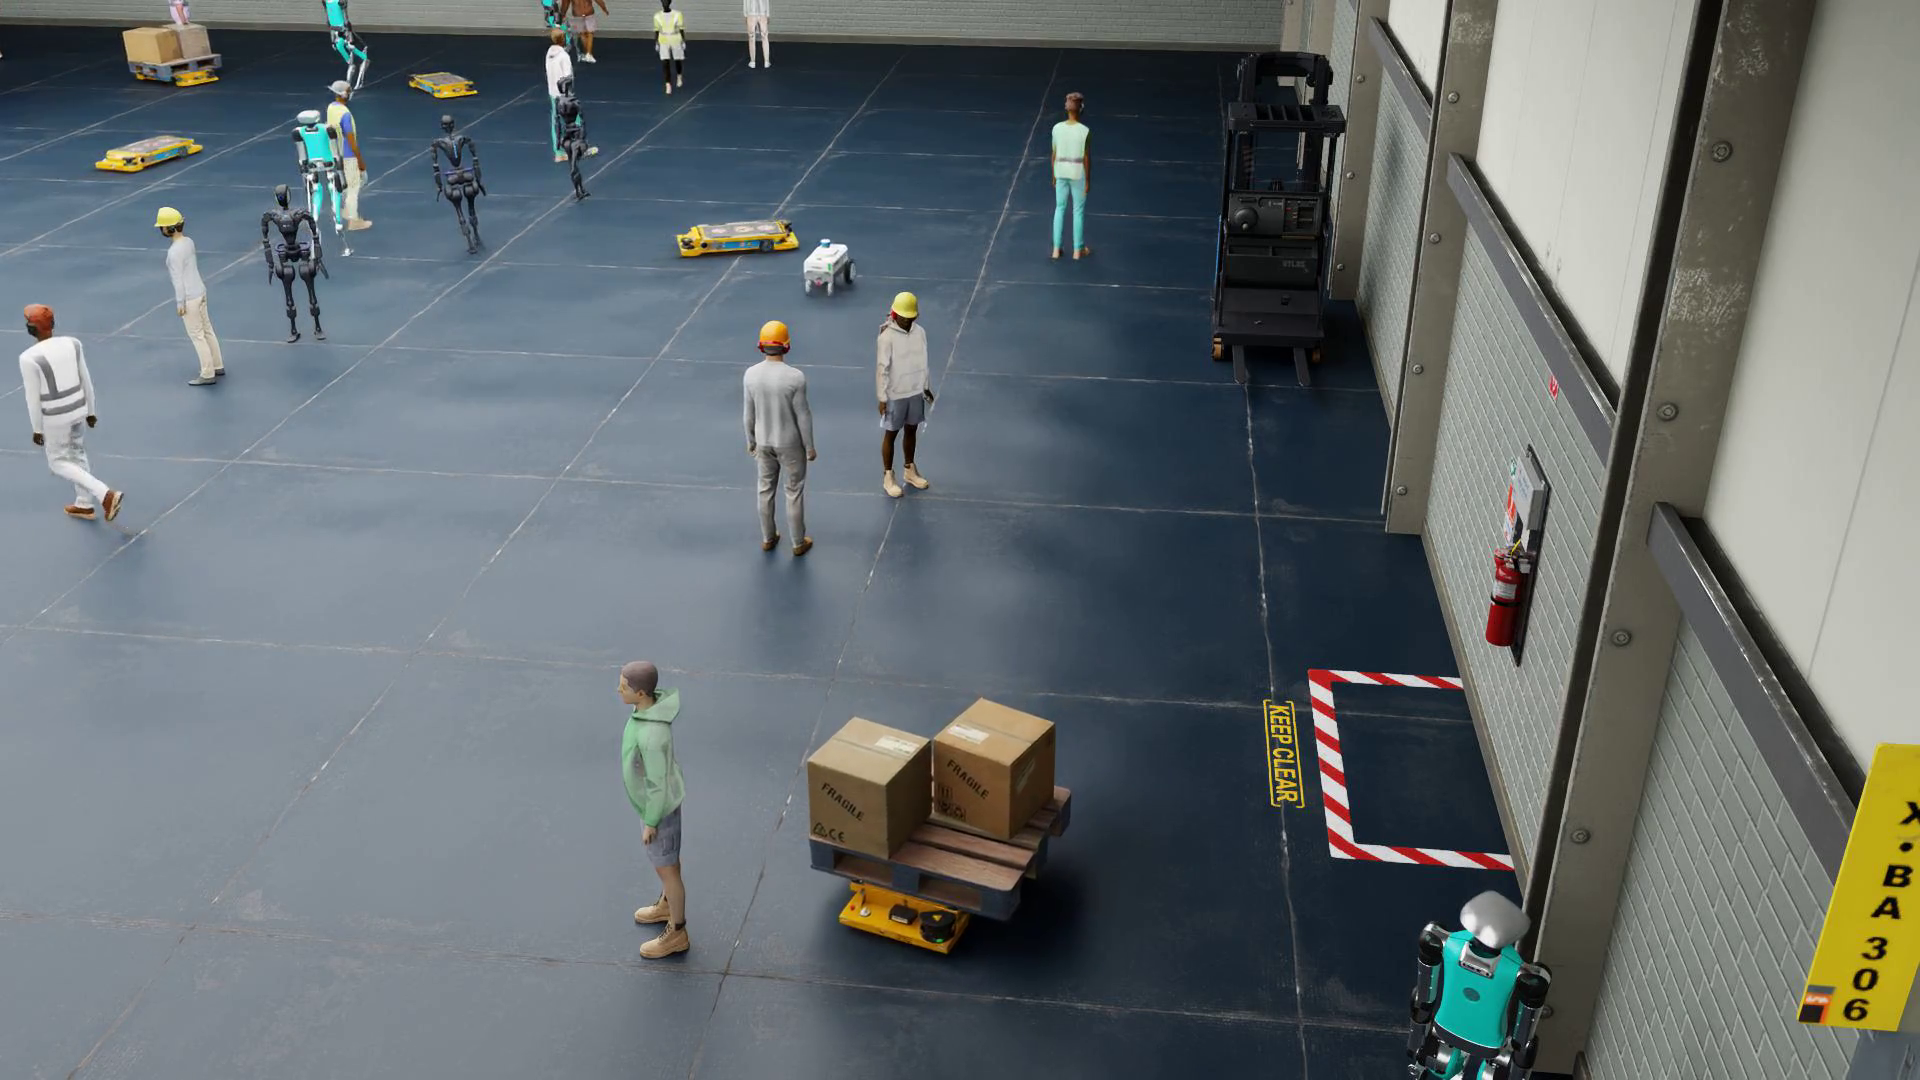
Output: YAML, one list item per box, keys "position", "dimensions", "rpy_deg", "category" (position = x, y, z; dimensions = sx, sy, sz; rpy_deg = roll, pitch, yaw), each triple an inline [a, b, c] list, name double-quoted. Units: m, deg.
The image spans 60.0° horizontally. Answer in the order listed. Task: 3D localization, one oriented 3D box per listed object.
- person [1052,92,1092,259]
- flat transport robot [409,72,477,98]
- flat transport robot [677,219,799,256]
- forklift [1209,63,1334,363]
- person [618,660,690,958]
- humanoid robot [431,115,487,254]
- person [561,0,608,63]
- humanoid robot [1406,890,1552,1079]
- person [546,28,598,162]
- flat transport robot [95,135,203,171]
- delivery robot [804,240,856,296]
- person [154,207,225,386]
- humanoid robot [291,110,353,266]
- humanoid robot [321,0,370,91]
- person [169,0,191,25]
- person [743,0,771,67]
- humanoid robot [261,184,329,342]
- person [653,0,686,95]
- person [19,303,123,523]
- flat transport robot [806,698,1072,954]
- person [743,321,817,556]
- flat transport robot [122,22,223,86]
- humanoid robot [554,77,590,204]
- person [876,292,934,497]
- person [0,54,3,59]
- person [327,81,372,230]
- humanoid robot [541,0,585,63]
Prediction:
- position: [1.328, -4.349, 19.917]
  dimensions: [0.489, 1.979, 0.390]
  rpy_deg: [11, 29, 21]
  category: "person"
- position: [-9.002, -7.916, 28.942]
  dimensions: [0.659, 0.231, 1.431]
  rpy_deg: [-19, 32, -33]
  category: "flat transport robot"
- position: [-2.758, -3.740, 20.604]
  dimensions: [1.431, 0.231, 0.659]
  rpy_deg: [-6, 27, -12]
  category: "flat transport robot"
- position: [3.241, -3.477, 17.183]
  dimensions: [1.129, 2.768, 1.873]
  rpy_deg: [3, 27, 6]
  category: "forklift"
- position: [-1.593, 1.390, 8.718]
  dimensions: [0.348, 1.743, 0.472]
  rpy_deg: [-6, 27, -12]
  category: "person"
- position: [-6.093, -4.341, 20.246]
  dimensions: [0.607, 1.641, 0.533]
  rpy_deg: [-15, 30, -28]
  category: "humanoid robot"
- position: [-7.004, -9.836, 31.014]
  dimensions: [0.861, 1.811, 0.544]
  rpy_deg: [-7, 28, -14]
  category: "person"
- position: [2.238, 2.123, 7.118]
  dimensions: [0.533, 1.673, 0.735]
  rpy_deg: [17, 31, 31]
  category: "humanoid robot"
- position: [-5.722, -6.546, 24.397]
  dimensions: [0.525, 1.888, 0.817]
  rpy_deg: [19, 33, 34]
  category: "person"
- position: [-11.956, -5.706, 24.530]
  dimensions: [0.659, 0.231, 1.431]
  rpy_deg: [9, 28, 17]
  category: "flat transport robot"
- position: [-1.533, -3.159, 19.098]
  dimensions: [0.499, 0.570, 0.747]
  rpy_deg: [6, 27, 12]
  category: "delivery robot"
- position: [-7.533, -2.377, 16.223]
  dimensions: [0.333, 1.757, 0.515]
  rpy_deg: [-3, 27, -7]
  category: "person"
- position: [-7.652, -4.121, 19.786]
  dimensions: [0.577, 1.811, 0.912]
  rpy_deg: [-1, 27, -1]
  category: "humanoid robot"
- position: [-10.544, -8.635, 28.782]
  dimensions: [0.543, 1.838, 0.683]
  rpy_deg: [14, 30, 26]
  category: "humanoid robot"
- position: [-13.995, -9.419, 29.967]
  dimensions: [0.381, 2.040, 0.615]
  rpy_deg: [-13, 29, -24]
  category: "person"
- position: [-3.745, -9.674, 30.671]
  dimensions: [0.499, 1.869, 0.392]
  rpy_deg: [-3, 27, -7]
  category: "person"
- position: [-6.911, -2.887, 17.314]
  dimensions: [0.599, 1.657, 0.315]
  rpy_deg: [-7, 27, -14]
  category: "humanoid robot"
- position: [-4.984, -8.545, 28.592]
  dimensions: [0.541, 1.686, 0.418]
  rpy_deg: [1, 27, 1]
  category: "person"
- position: [-7.120, -0.981, 13.311]
  dimensions: [0.661, 1.868, 0.579]
  rpy_deg: [8, 28, 15]
  category: "person"
- position: [-0.083, 1.801, 9.544]
  dimensions: [0.659, 0.231, 1.431]
  rpy_deg: [11, 29, 21]
  category: "flat transport robot"
- position: [-1.395, -0.781, 12.894]
  dimensions: [0.569, 1.889, 0.389]
  rpy_deg: [8, 28, 15]
  category: "person"
- position: [-14.019, -8.316, 29.741]
  dimensions: [1.431, 0.231, 0.659]
  rpy_deg: [16, 31, 28]
  category: "flat transport robot"
- position: [-5.235, -5.374, 22.306]
  dimensions: [0.616, 1.638, 0.557]
  rpy_deg: [19, 32, 33]
  category: "humanoid robot"
- position: [-0.484, -1.244, 13.958]
  dimensions: [0.542, 1.758, 0.408]
  rpy_deg: [-19, 32, -33]
  category: "person"
- position: [-18.385, -9.955, 31.199]
  dimensions: [0.432, 1.909, 0.644]
  rpy_deg: [3, 27, 5]
  category: "person"
- position: [-7.727, -4.855, 21.035]
  dimensions: [0.484, 1.876, 0.569]
  rpy_deg: [-19, 32, -32]
  category: "person"
- position: [-7.318, -9.690, 30.877]
  dimensions: [0.996, 1.776, 0.530]
  rpy_deg: [-20, 33, -34]
  category: "humanoid robot"
